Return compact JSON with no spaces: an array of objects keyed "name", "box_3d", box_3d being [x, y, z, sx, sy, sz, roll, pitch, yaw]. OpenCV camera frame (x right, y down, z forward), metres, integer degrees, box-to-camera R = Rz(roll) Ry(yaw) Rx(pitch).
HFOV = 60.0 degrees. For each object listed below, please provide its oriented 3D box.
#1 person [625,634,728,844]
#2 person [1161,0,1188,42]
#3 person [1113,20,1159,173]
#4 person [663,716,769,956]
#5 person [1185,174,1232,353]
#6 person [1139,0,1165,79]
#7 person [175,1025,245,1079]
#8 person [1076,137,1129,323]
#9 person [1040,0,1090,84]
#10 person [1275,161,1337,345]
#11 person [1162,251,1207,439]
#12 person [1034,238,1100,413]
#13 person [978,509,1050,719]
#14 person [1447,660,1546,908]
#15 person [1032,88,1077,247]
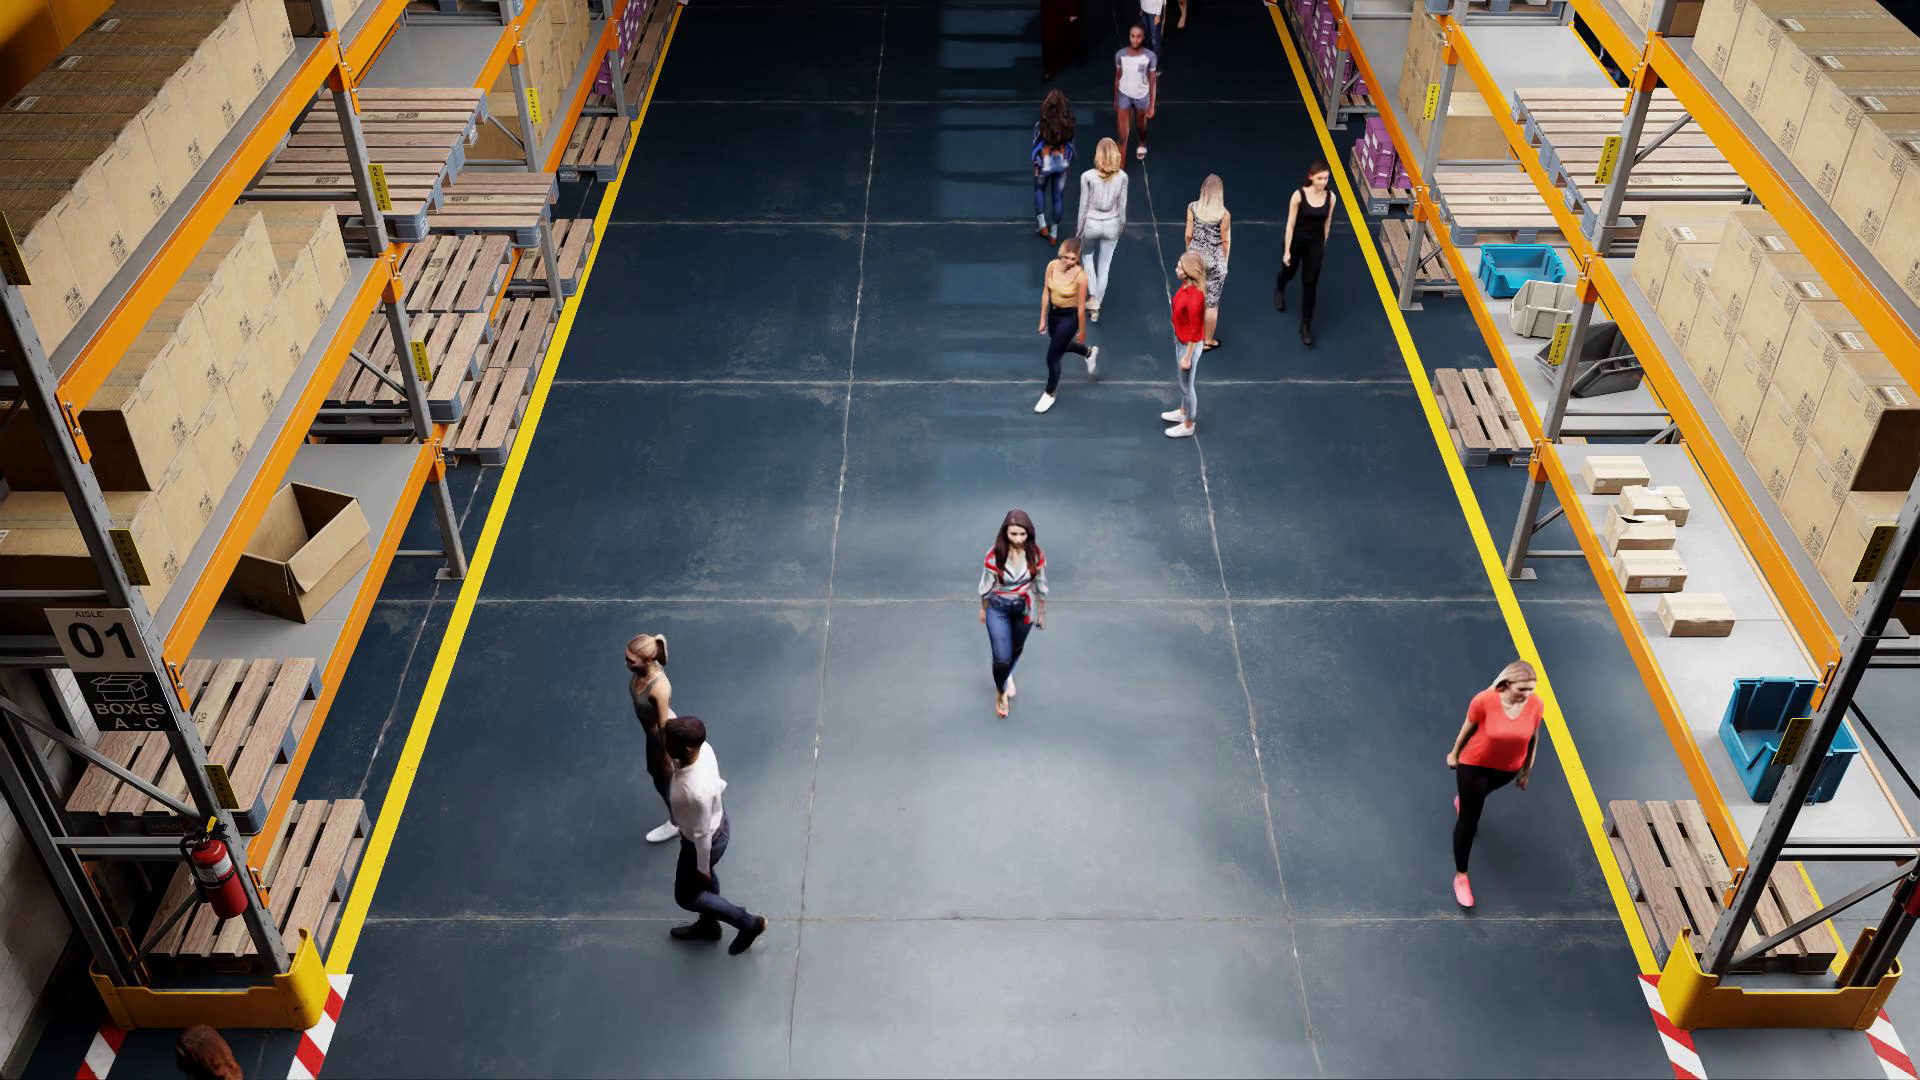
[{"name":"person","box_3d":[-1.760,1.190,10.275,0.845,1.691,0.851,-17,42,-21]},{"name":"person","box_3d":[2.694,-7.056,20.619,0.937,1.667,1.189,16,41,19]},{"name":"person","box_3d":[1.867,-4.665,17.613,0.830,1.682,1.252,9,39,11]},{"name":"person","box_3d":[-1.391,1.691,9.515,0.705,1.857,0.773,-2,39,-2]},{"name":"person","box_3d":[2.182,-2.465,14.840,0.634,1.706,0.635,19,42,22]},{"name":"person","box_3d":[2.299,-6.302,19.763,0.673,1.557,0.567,-17,42,-20]},{"name":"person","box_3d":[-3.606,2.888,8.330,0.840,1.464,0.939,24,45,27]},{"name":"person","box_3d":[1.296,-2.789,15.178,0.617,1.790,0.581,-2,39,-2]},{"name":"person","box_3d":[1.252,-6.301,19.624,1.030,1.730,1.151,25,45,28]},{"name":"person","box_3d":[3.107,-2.700,15.175,0.627,1.655,1.124,-1,39,-2]},{"name":"person","box_3d":[1.888,-1.621,13.785,0.677,1.704,0.439,-1,39,-1]},{"name":"person","box_3d":[0.933,-1.892,14.213,1.002,1.592,1.074,32,48,33]},{"name":"person","box_3d":[0.337,0.415,11.319,0.681,1.600,0.727,-7,39,-8]},{"name":"person","box_3d":[3.221,1.312,10.160,0.605,1.643,1.126,0,39,1]},{"name":"person","box_3d":[0.931,-3.655,16.406,0.653,1.610,0.642,-5,39,-6]}]
